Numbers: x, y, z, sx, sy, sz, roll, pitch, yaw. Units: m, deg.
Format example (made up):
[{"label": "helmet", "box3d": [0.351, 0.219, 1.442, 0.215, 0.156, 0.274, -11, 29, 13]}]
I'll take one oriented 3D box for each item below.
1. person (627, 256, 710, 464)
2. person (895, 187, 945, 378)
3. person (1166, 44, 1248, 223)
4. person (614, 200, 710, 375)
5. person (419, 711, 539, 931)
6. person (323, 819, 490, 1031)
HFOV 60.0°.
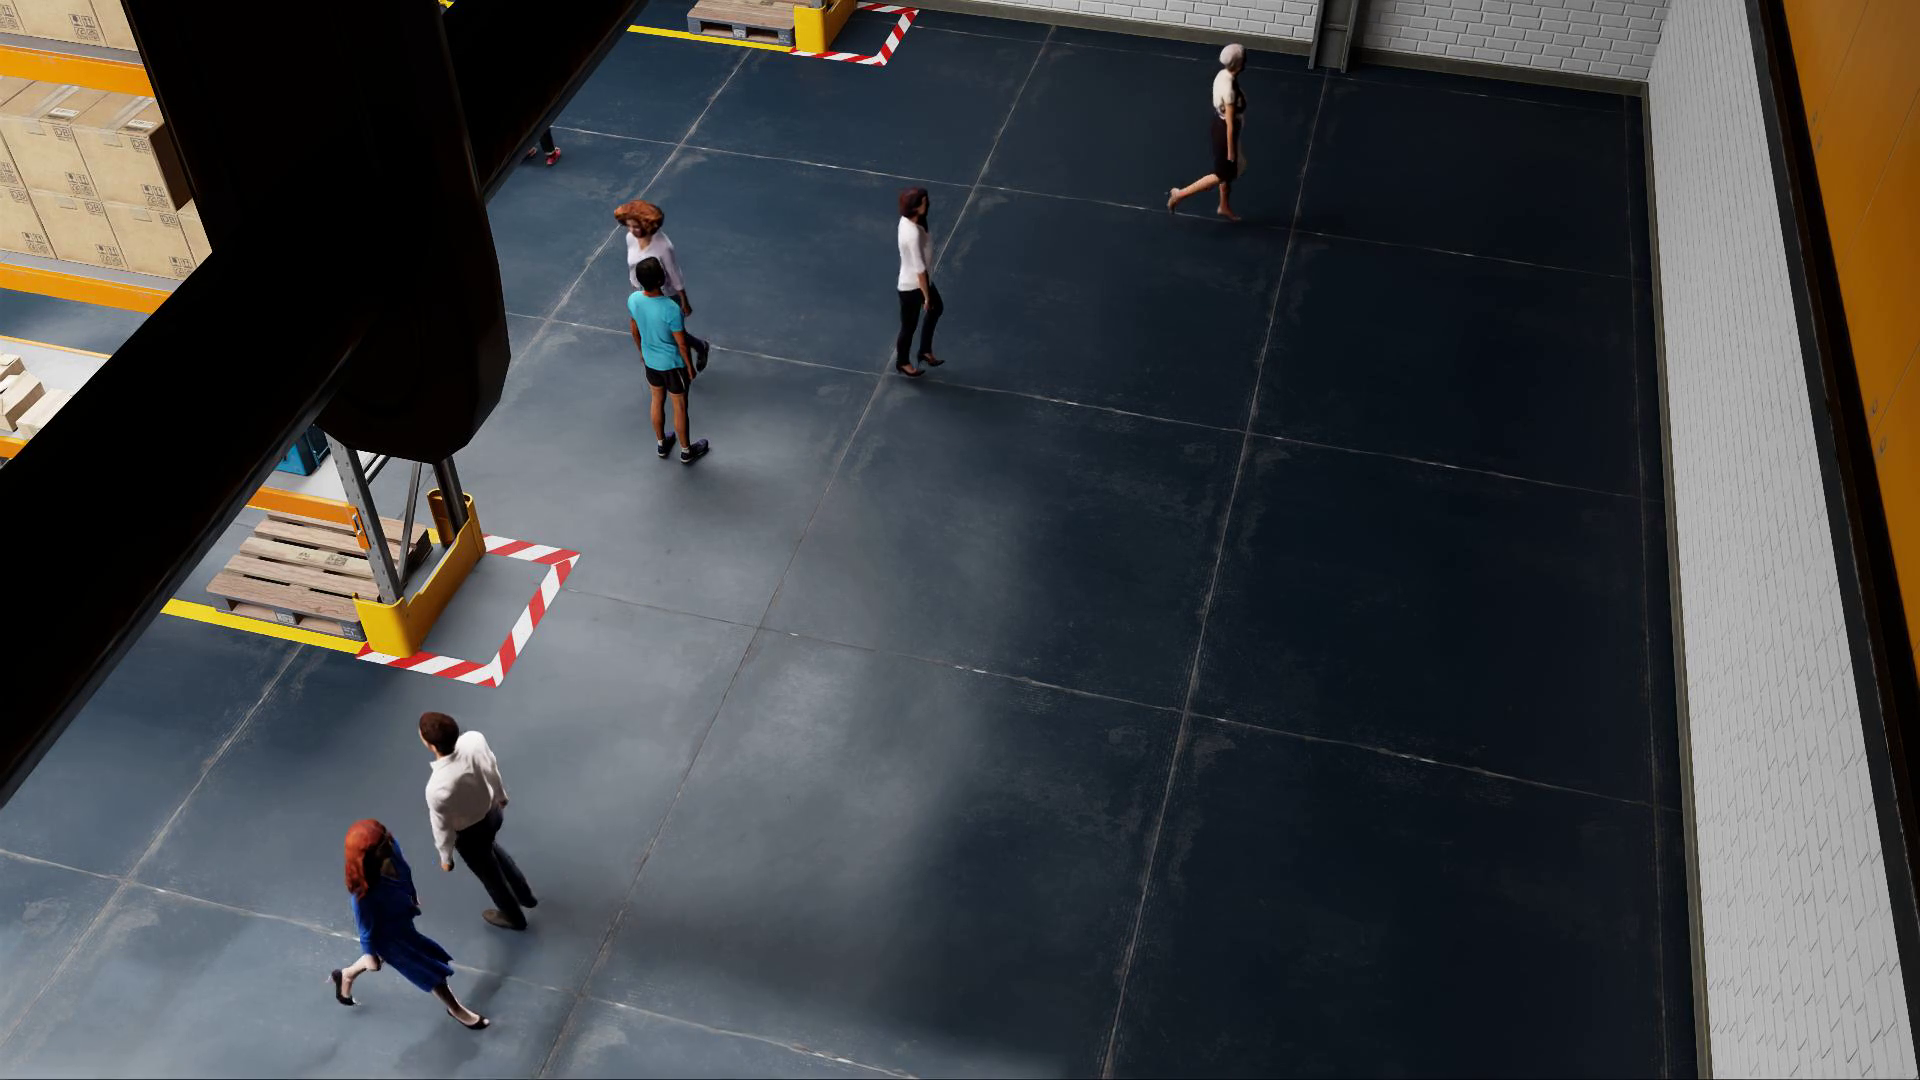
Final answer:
[{"label": "person", "box3d": [-2.205, -1.333, 12.387, 0.509, 1.776, 0.714, 18, 46, 18]}, {"label": "person", "box3d": [-0.445, -1.990, 13.074, 0.726, 1.780, 0.720, -1, 44, -1]}, {"label": "person", "box3d": [2.256, -3.549, 14.741, 1.016, 1.737, 0.742, 2, 44, 2]}, {"label": "person", "box3d": [-2.298, -1.990, 13.142, 0.793, 1.685, 0.855, 22, 48, 21]}, {"label": "person", "box3d": [-2.606, 1.605, 9.241, 0.606, 1.861, 0.683, 12, 45, 12]}, {"label": "person", "box3d": [-3.088, 2.058, 8.817, 1.185, 1.791, 0.724, 4, 44, 5]}]
